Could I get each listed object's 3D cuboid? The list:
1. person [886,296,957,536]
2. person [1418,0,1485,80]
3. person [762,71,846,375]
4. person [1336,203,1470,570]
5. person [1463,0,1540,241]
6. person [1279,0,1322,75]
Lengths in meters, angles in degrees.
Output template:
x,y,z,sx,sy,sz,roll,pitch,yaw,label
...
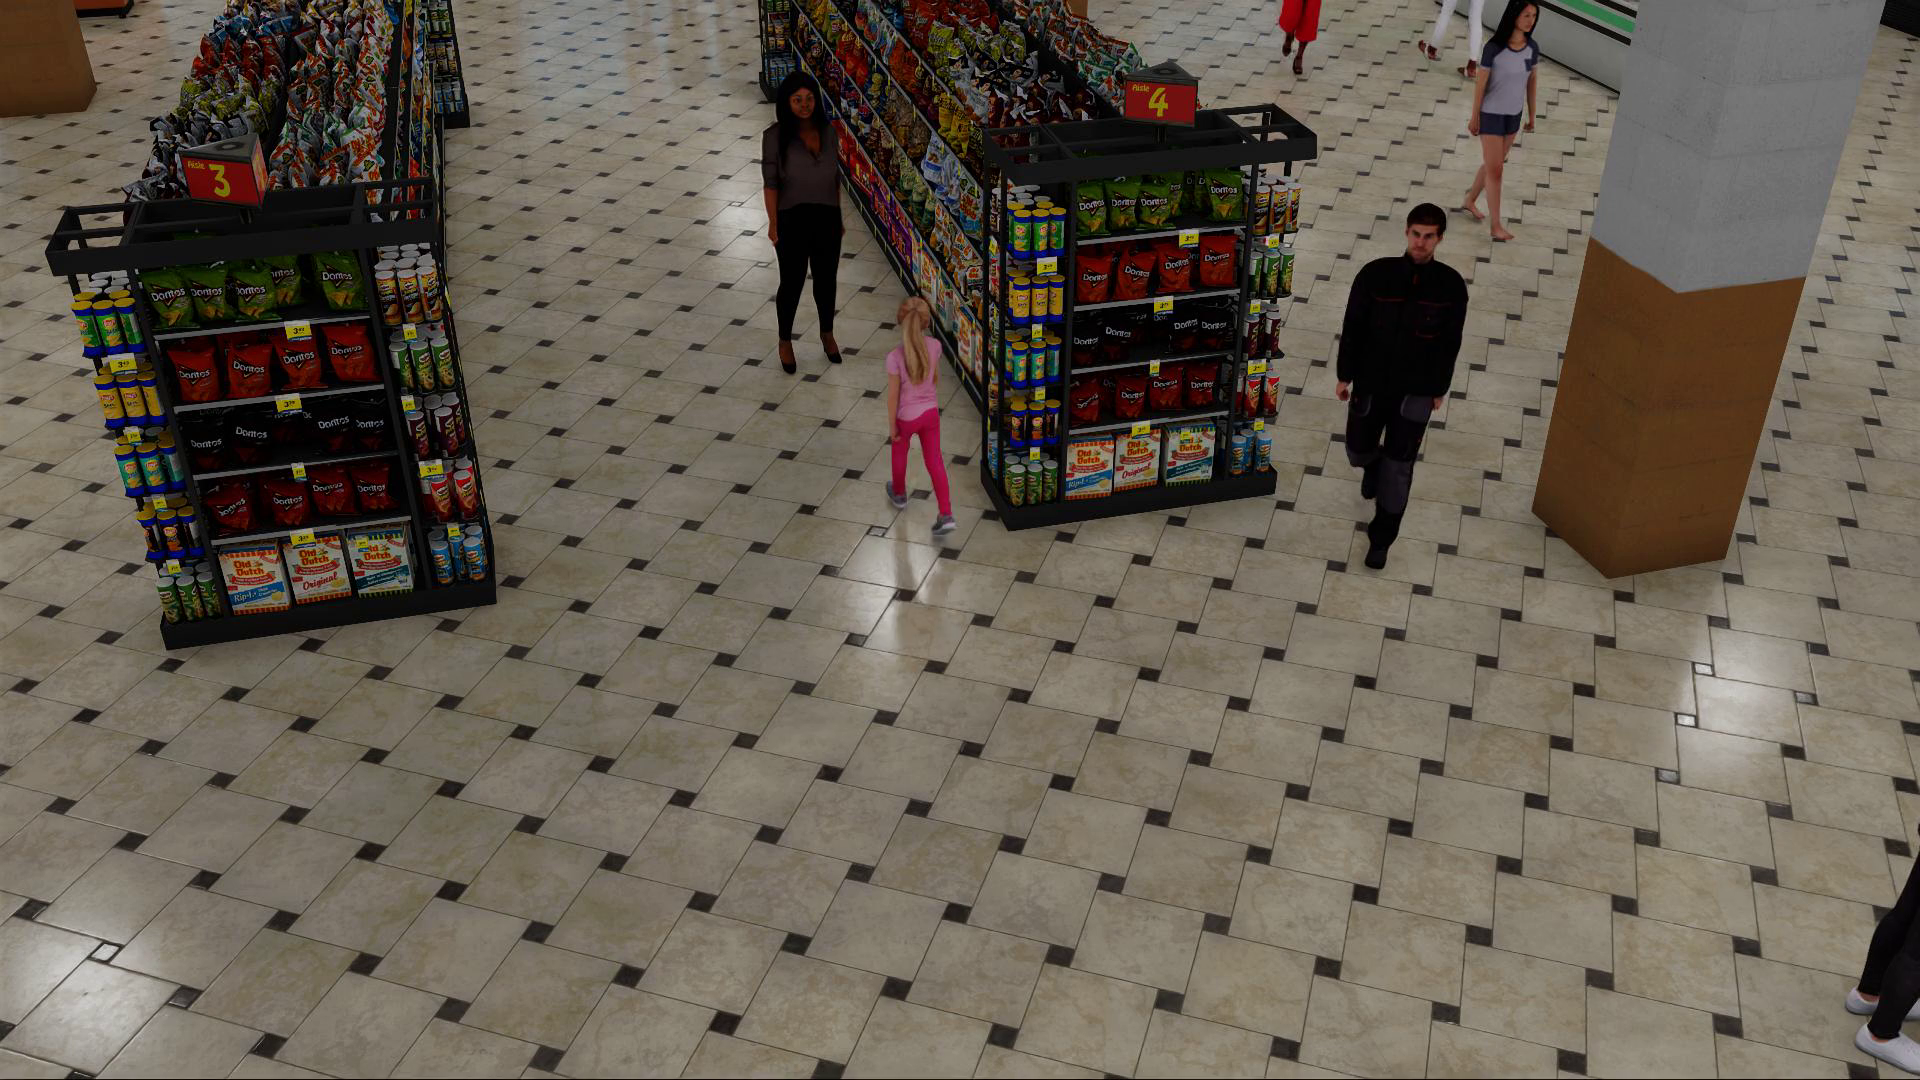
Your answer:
x,y,z,sx,sy,sz,roll,pitch,yaw,label
-0.185,-0.615,8.487,0.576,1.253,0.918,-14,35,-21,person
4.738,-5.107,15.296,0.621,1.686,1.069,-8,33,-13,person
-0.927,-1.902,10.000,0.706,1.840,0.669,-16,35,-24,person
2.162,-0.806,8.259,1.084,1.817,1.198,11,34,17,person
3.900,-3.100,12.081,0.665,1.676,0.970,-11,34,-17,person
3.218,-5.249,15.436,0.729,1.780,0.862,2,32,4,person
